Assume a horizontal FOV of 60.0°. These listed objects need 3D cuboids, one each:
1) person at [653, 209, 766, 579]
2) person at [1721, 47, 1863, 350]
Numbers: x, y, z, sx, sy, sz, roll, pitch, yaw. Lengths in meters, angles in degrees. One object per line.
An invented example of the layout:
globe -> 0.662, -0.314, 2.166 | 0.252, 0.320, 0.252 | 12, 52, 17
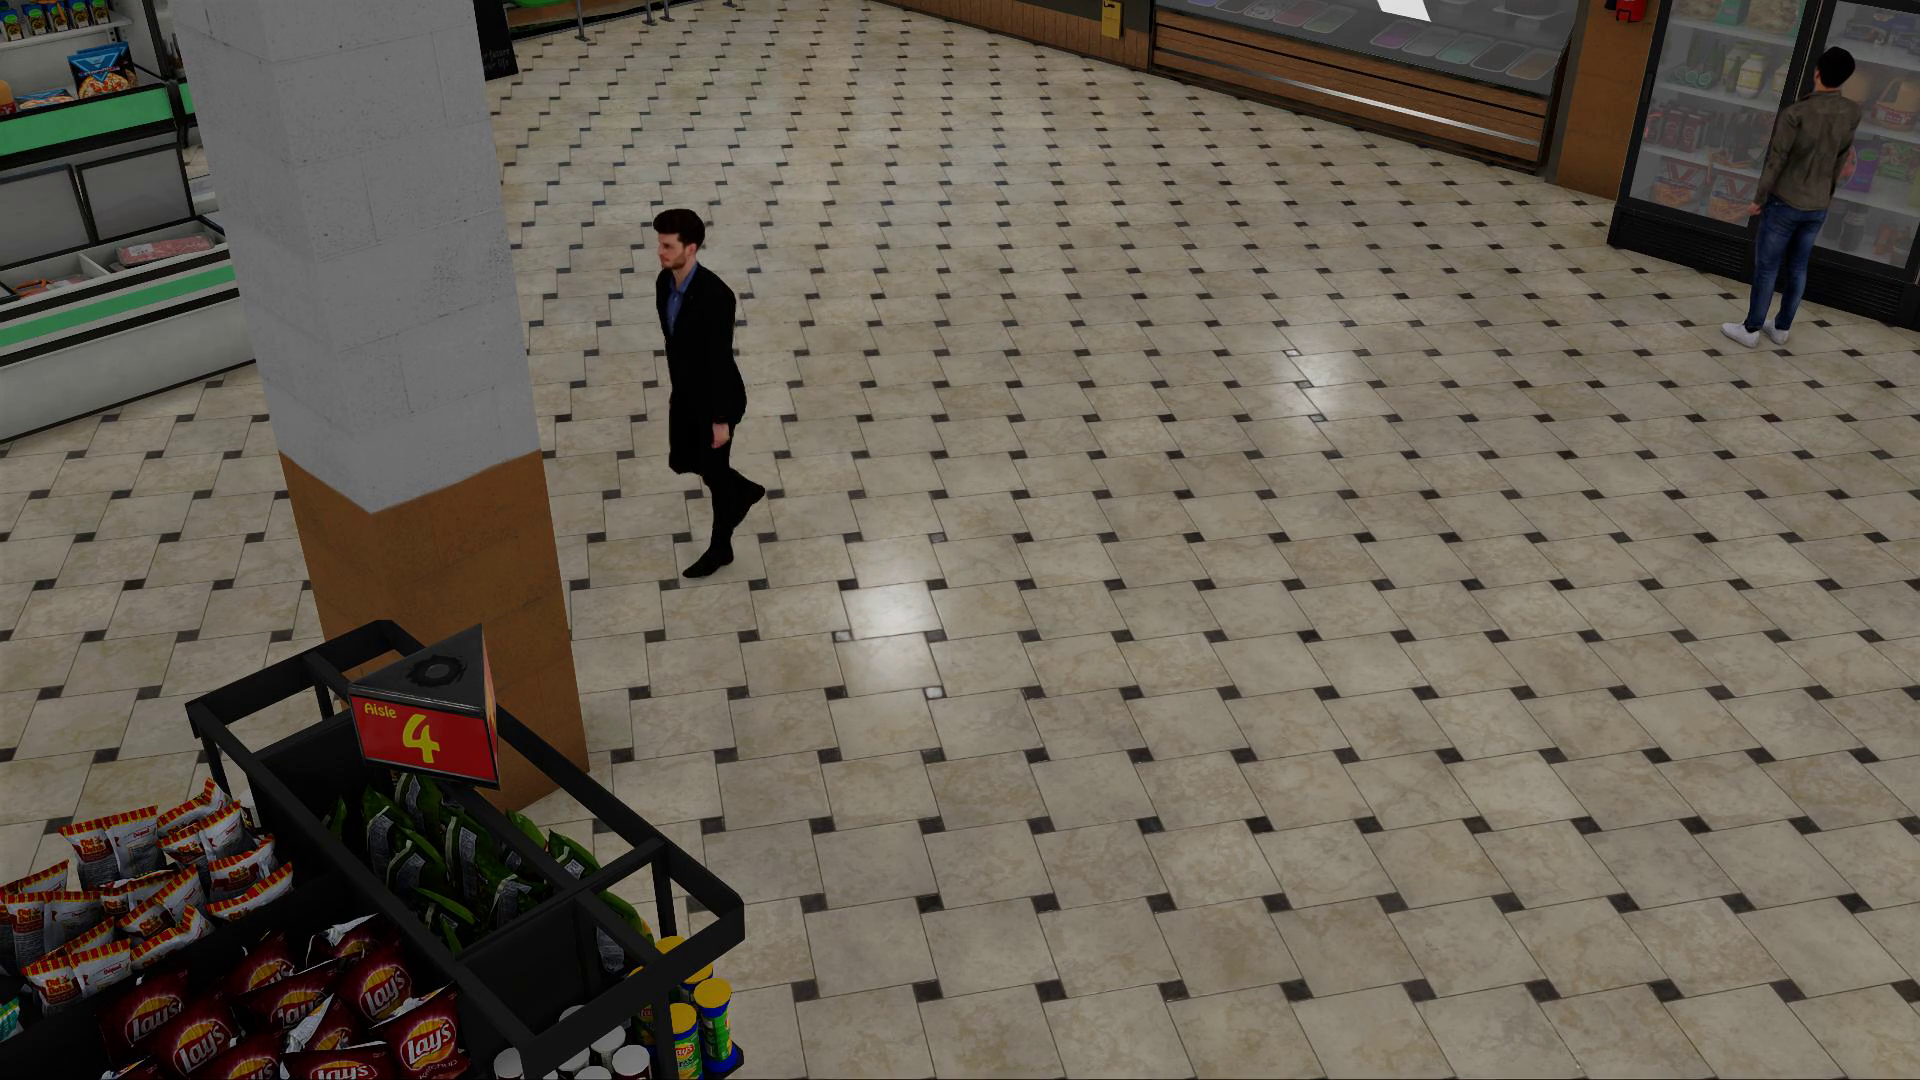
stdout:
person -> -1.155, -0.719, 7.968 | 0.688, 1.877, 0.810 | 28, 41, 37
person -> 5.106, -2.061, 10.135 | 0.743, 1.866, 0.852 | -6, 32, -9
